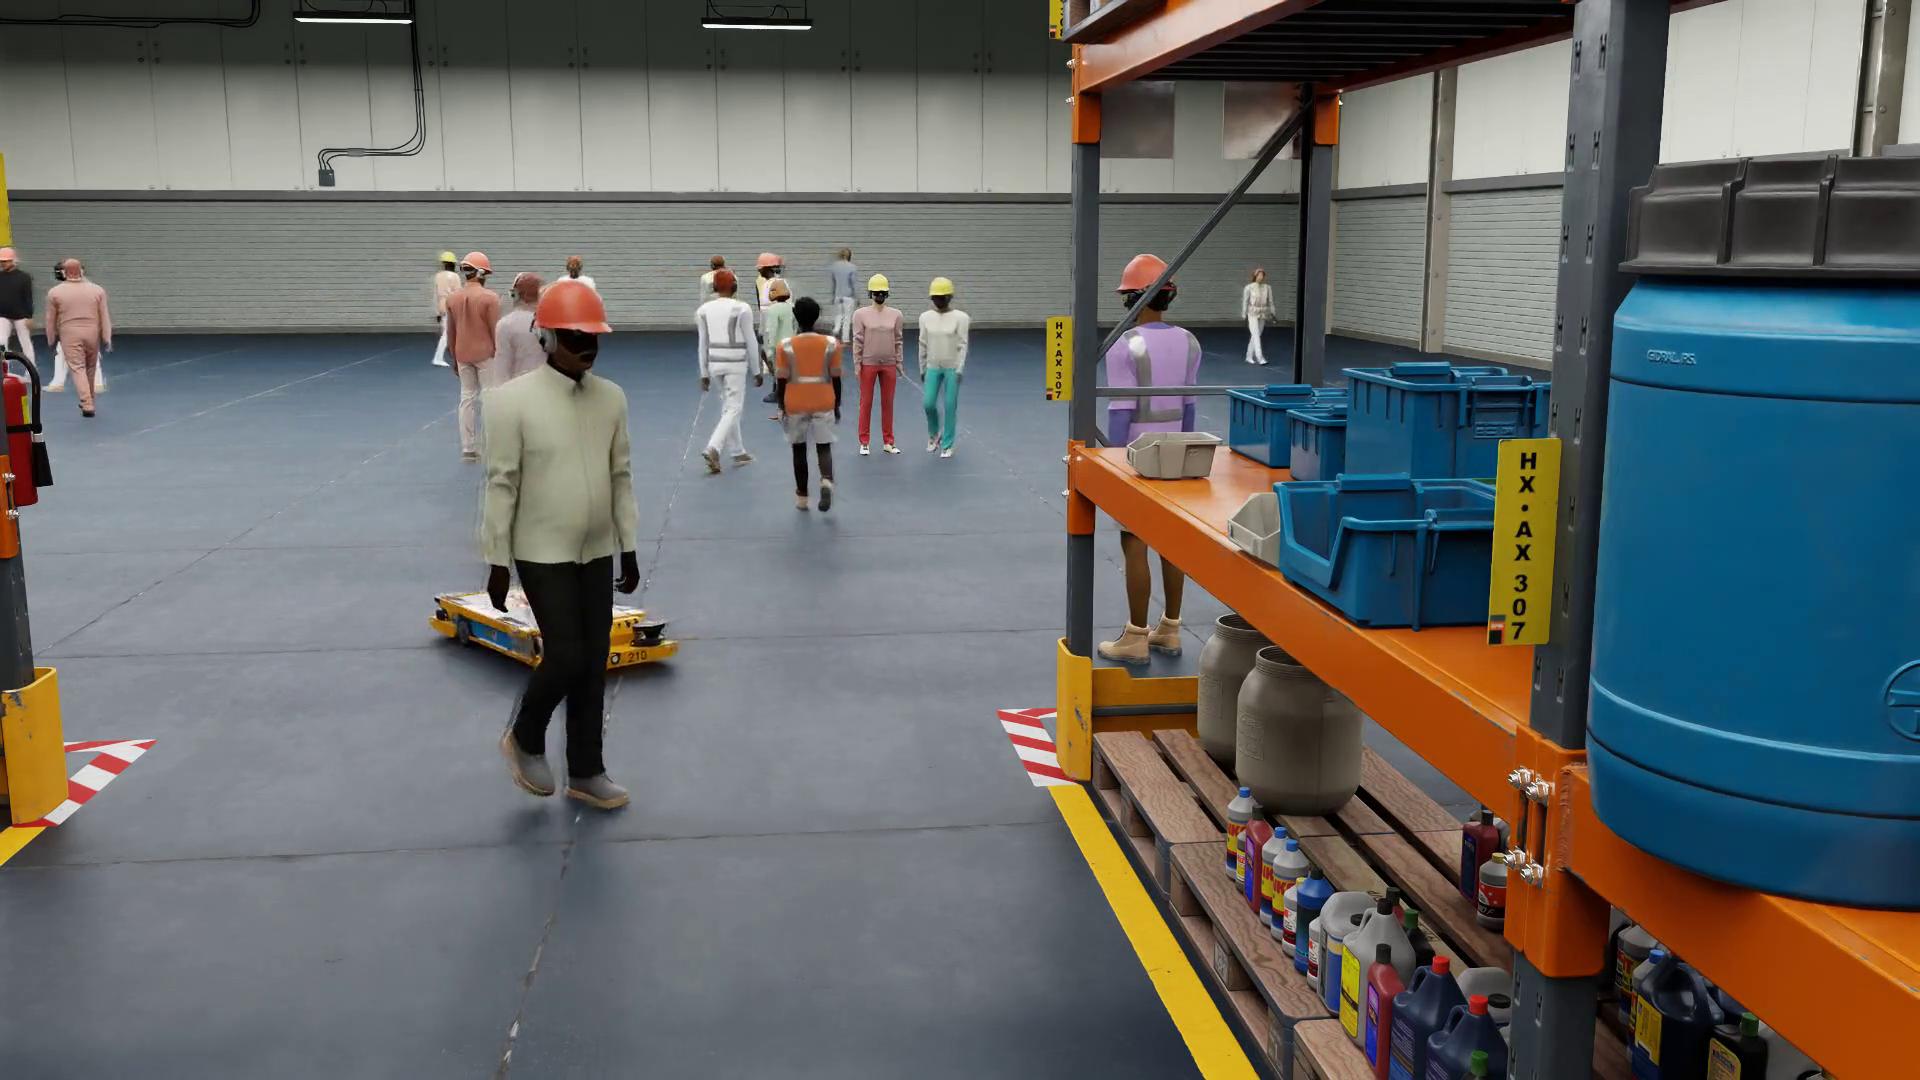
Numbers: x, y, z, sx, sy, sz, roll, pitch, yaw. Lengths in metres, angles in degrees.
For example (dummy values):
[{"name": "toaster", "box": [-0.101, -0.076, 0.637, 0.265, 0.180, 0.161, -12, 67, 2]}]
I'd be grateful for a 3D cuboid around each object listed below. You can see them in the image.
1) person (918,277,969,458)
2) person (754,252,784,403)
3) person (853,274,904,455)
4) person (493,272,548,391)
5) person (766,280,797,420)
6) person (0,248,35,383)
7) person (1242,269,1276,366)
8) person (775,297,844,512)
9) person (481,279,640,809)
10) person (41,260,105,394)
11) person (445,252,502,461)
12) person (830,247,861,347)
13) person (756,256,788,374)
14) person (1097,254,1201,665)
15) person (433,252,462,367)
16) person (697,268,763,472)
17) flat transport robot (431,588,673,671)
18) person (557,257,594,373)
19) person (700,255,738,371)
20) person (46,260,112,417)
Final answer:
[{"name": "person", "box": [-0.167, -1.656, 16.070, 0.520, 1.747, 0.375, 3, 11, 15]}, {"name": "person", "box": [-2.446, -2.717, 21.364, 0.479, 1.923, 0.556, 3, 11, 15]}, {"name": "person", "box": [-0.798, -1.716, 16.335, 0.525, 1.769, 0.309, -4, 11, -22]}, {"name": "person", "box": [-3.169, -1.055, 12.411, 0.857, 1.881, 0.651, 7, 13, 35]}, {"name": "person", "box": [-2.081, -2.213, 19.424, 0.276, 1.631, 0.507, 6, 12, 30]}, {"name": "person", "box": [-13.801, -3.236, 24.105, 0.645, 1.964, 0.825, 1, 10, 4]}, {"name": "person", "box": [4.968, -3.711, 27.730, 0.523, 1.594, 0.854, -4, 11, -21]}, {"name": "person", "box": [-1.149, -1.027, 12.770, 0.540, 1.680, 0.644, -2, 11, -13]}, {"name": "person", "box": [-1.442, 0.037, 6.130, 0.443, 1.976, 0.645, 7, 13, 35]}, {"name": "person", "box": [-12.104, -2.865, 22.530, 0.649, 1.808, 0.859, 10, 14, 42]}, {"name": "person", "box": [-4.563, -1.726, 15.788, 0.611, 1.985, 0.393, 3, 11, 18]}, {"name": "person", "box": [-2.219, -4.718, 32.341, 0.640, 1.924, 0.434, 7, 13, 35]}, {"name": "person", "box": [-2.878, -3.471, 25.765, 0.429, 1.838, 0.622, -9, 14, -42]}, {"name": "person", "box": [0.919, -0.401, 8.362, 0.616, 2.041, 0.380, -9, 14, -40]}, {"name": "person", "box": [-8.413, -3.816, 27.552, 0.597, 1.881, 0.957, 10, 14, 44]}, {"name": "person", "box": [-2.153, -1.561, 15.235, 0.573, 1.859, 0.893, 6, 12, 29]}, {"name": "flat transport robot", "box": [-2.142, 0.439, 8.622, 0.652, 0.197, 1.431, -9, 13, -40]}, {"name": "person", "box": [-5.752, -3.322, 24.952, 0.594, 1.825, 1.038, 0, 10, 0]}, {"name": "person", "box": [-3.840, -3.608, 26.499, 0.627, 1.844, 0.429, -5, 11, -25]}, {"name": "person", "box": [-10.564, -2.416, 19.925, 0.664, 1.855, 1.023, -8, 13, -39]}]
